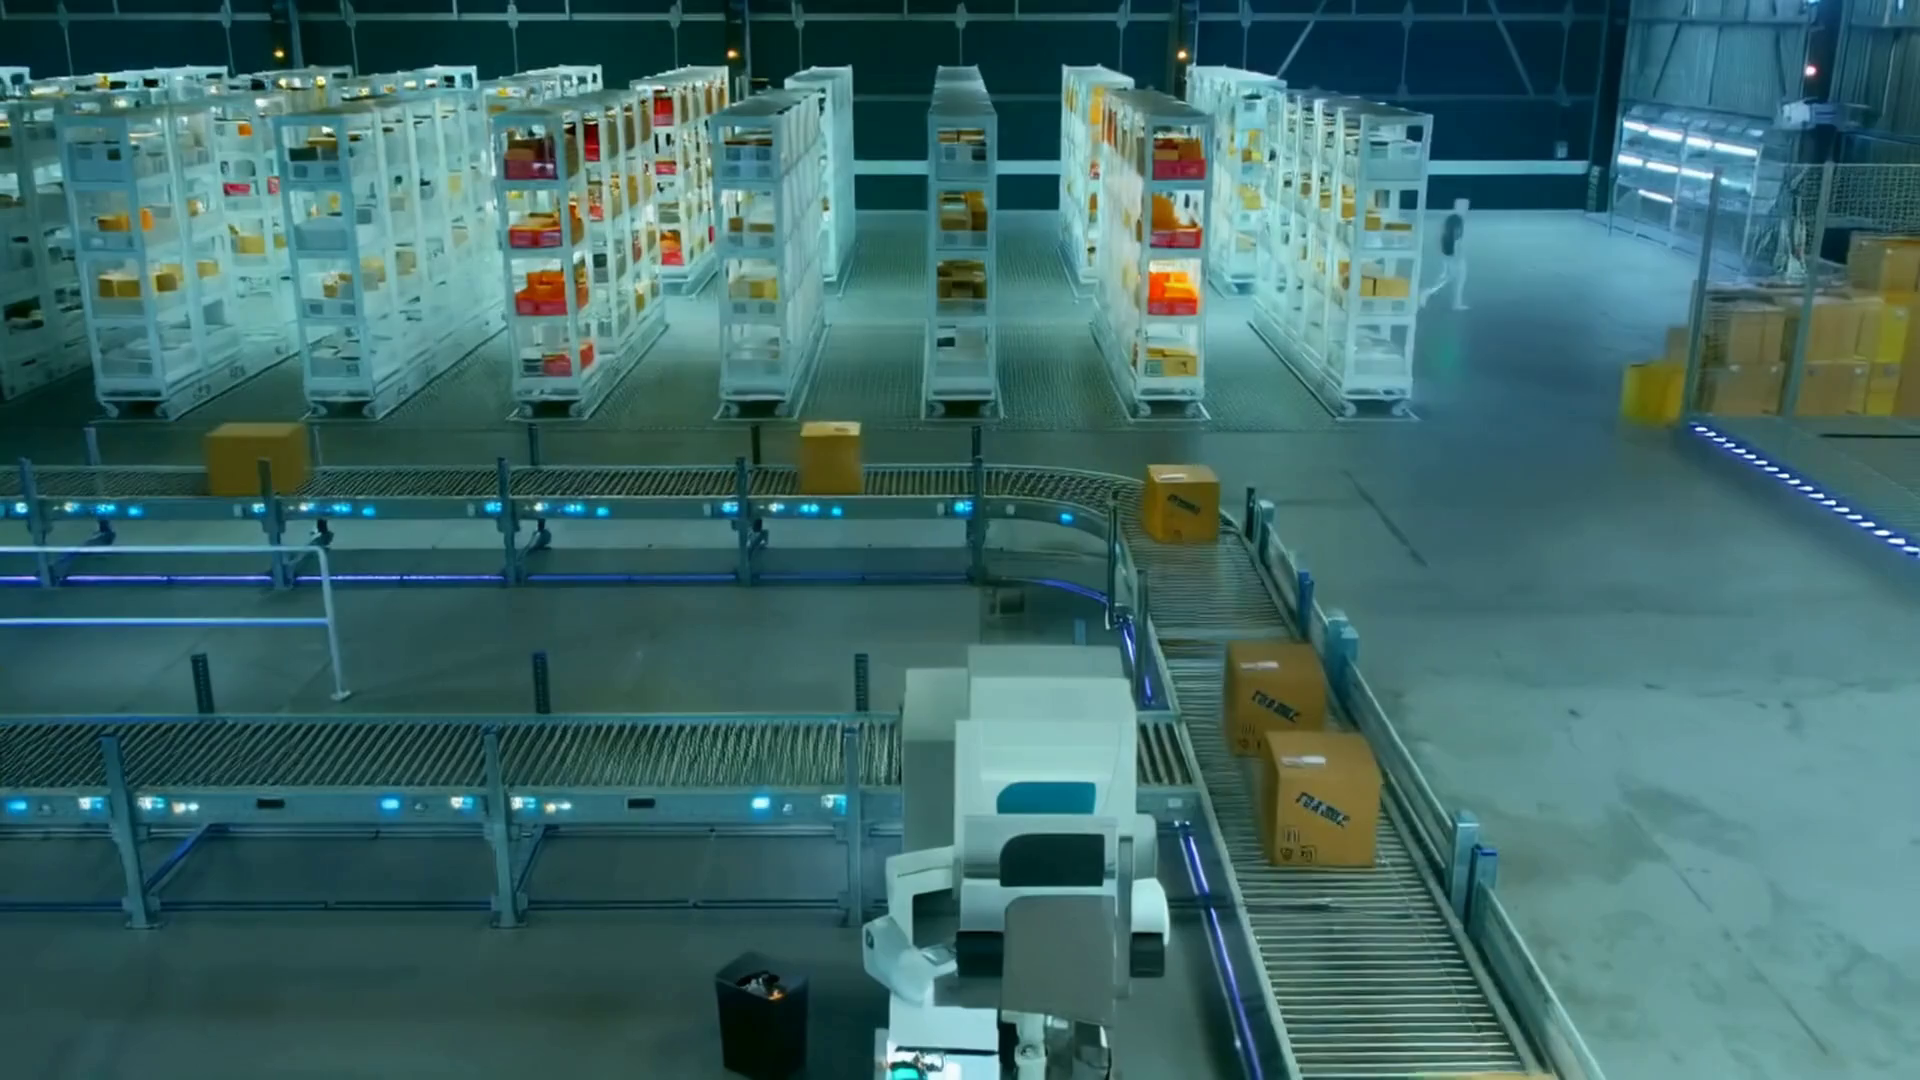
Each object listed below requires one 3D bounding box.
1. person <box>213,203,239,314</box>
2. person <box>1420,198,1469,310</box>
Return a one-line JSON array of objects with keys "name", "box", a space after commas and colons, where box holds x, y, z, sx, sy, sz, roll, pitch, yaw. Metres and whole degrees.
[{"name": "person", "box": [-11.744, -4.558, 26.720, 0.404, 1.828, 0.591, -13, 22, -34]}, {"name": "person", "box": [7.934, -4.631, 26.962, 0.724, 1.817, 0.576, -3, 18, -9]}]
